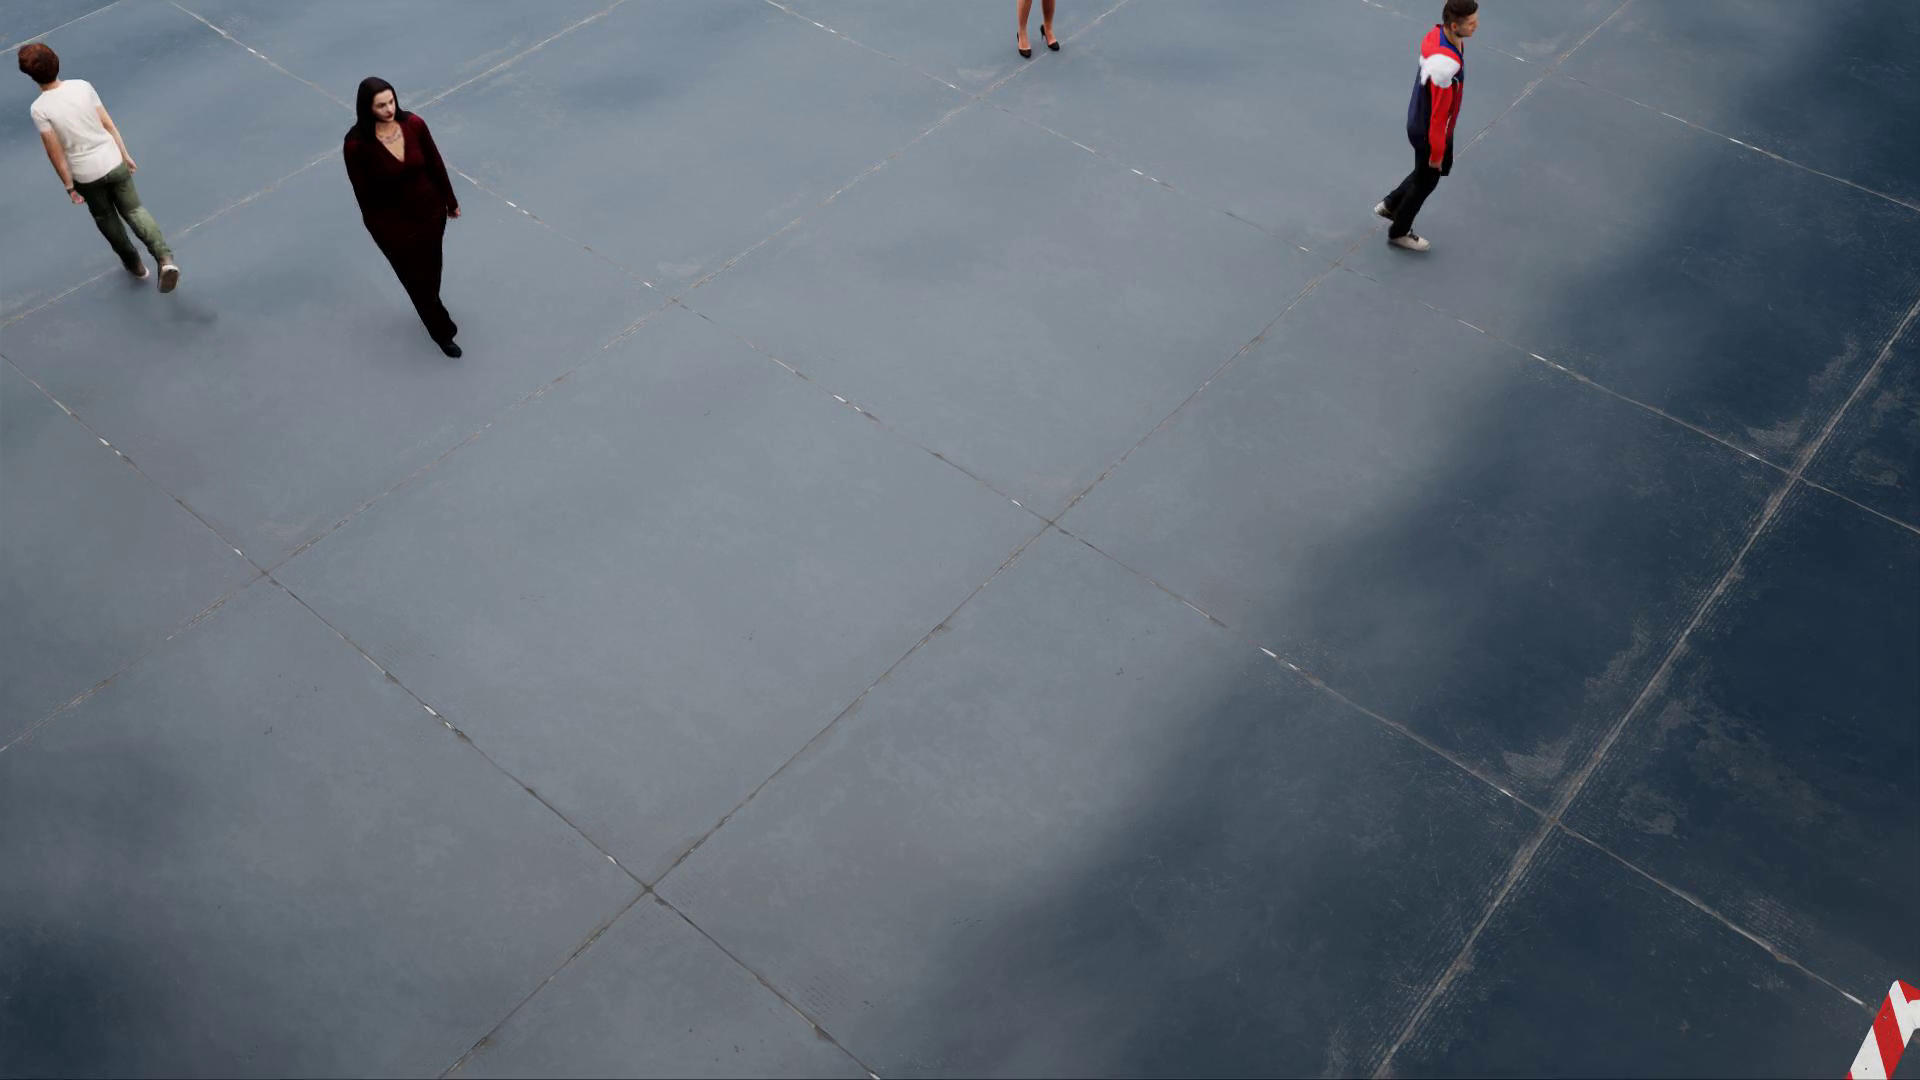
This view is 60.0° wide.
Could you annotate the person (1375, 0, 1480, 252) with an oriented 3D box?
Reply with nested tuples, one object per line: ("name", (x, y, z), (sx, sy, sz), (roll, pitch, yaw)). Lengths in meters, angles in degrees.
("person", (2.814, -2.545, 10.232), (0.805, 1.741, 0.771), (8, 48, 8))

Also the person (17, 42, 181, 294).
("person", (-5.111, -2.167, 9.961), (0.971, 1.626, 0.614), (33, 55, 27))

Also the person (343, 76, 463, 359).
("person", (-3.252, -1.936, 9.678), (0.728, 1.728, 0.930), (-35, 56, -28))

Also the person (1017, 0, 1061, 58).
("person", (0.581, -4.246, 11.869), (0.625, 1.647, 0.641), (-16, 49, -14))
